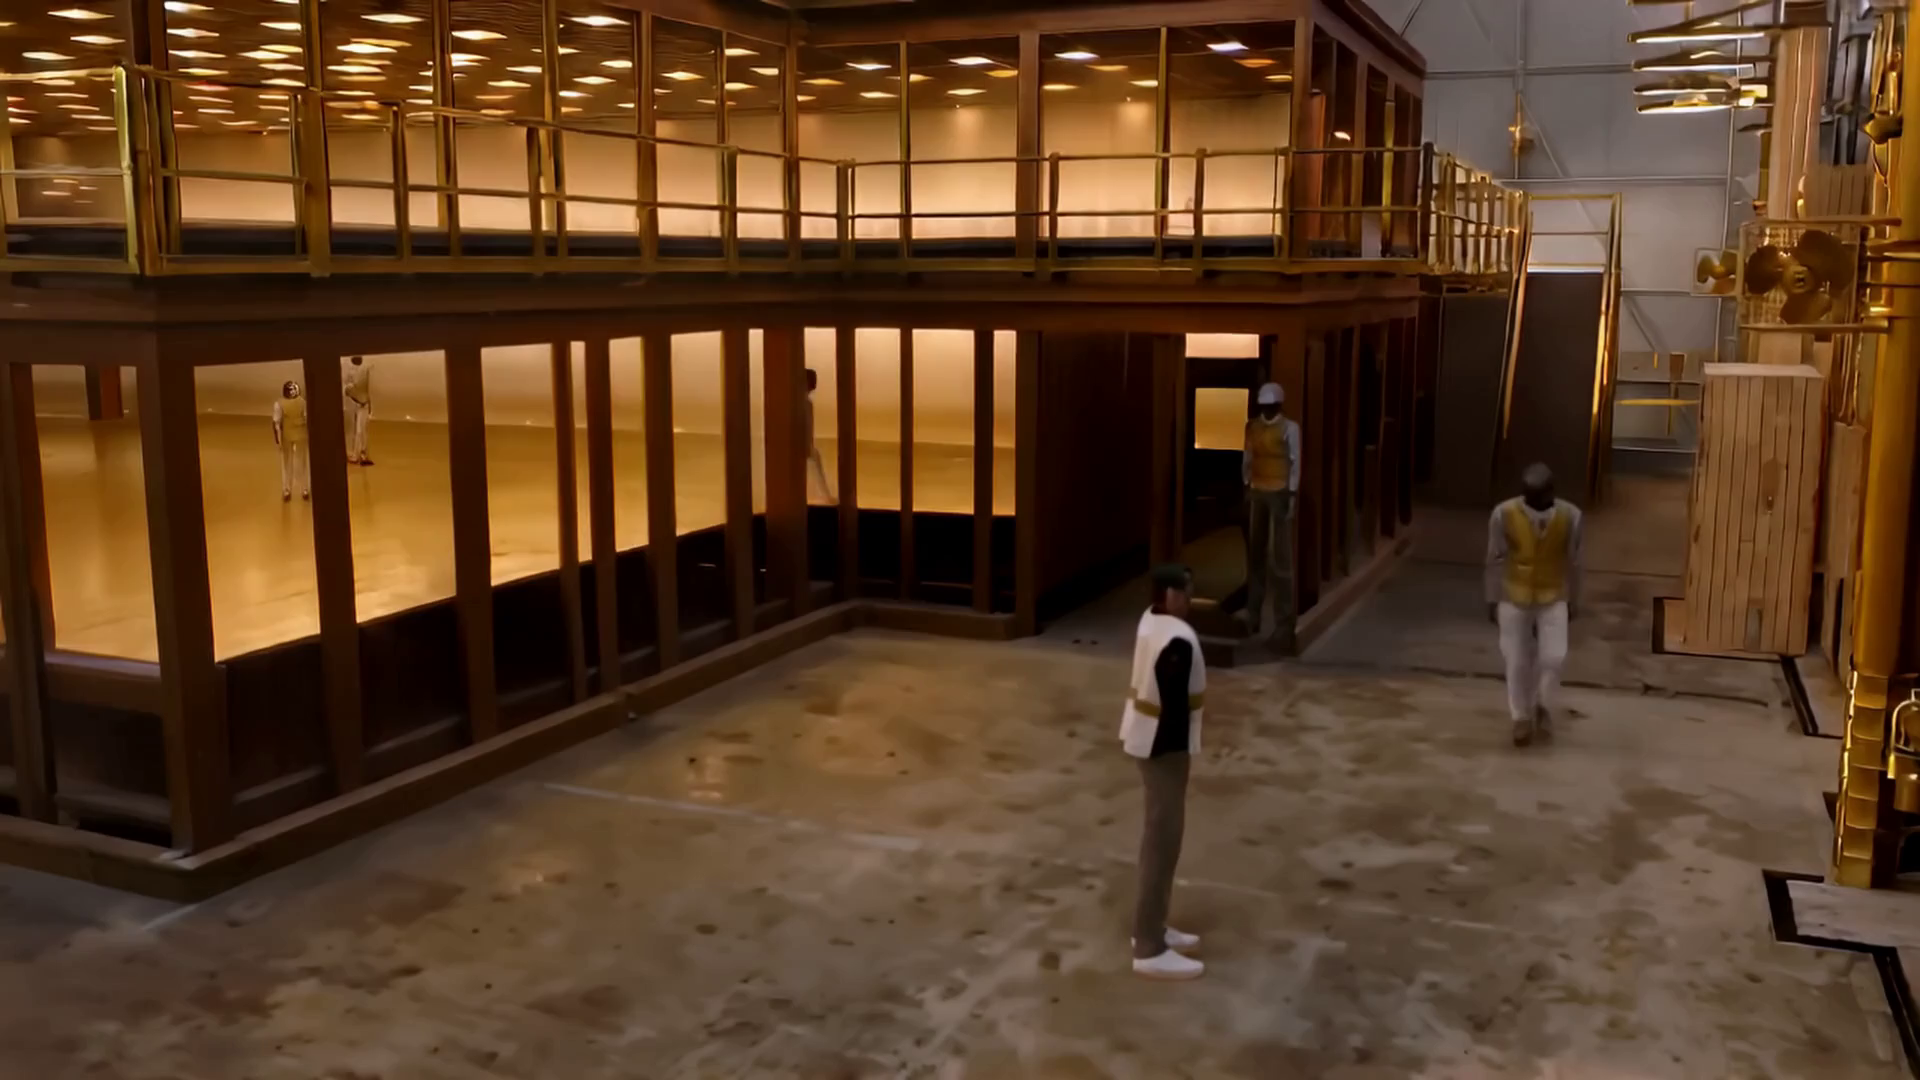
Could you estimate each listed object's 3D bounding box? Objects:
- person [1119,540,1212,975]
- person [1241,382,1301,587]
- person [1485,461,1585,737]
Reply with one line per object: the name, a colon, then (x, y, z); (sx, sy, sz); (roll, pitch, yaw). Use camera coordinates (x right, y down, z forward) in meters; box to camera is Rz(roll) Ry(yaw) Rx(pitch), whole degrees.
person: (0.898, 0.940, 7.276); (0.392, 1.911, 0.584); (0, 9, -2)
person: (2.999, -0.538, 16.153); (0.612, 1.986, 0.407); (8, 12, 40)
person: (3.761, 0.388, 10.919); (0.630, 1.824, 0.440); (2, 9, 13)
